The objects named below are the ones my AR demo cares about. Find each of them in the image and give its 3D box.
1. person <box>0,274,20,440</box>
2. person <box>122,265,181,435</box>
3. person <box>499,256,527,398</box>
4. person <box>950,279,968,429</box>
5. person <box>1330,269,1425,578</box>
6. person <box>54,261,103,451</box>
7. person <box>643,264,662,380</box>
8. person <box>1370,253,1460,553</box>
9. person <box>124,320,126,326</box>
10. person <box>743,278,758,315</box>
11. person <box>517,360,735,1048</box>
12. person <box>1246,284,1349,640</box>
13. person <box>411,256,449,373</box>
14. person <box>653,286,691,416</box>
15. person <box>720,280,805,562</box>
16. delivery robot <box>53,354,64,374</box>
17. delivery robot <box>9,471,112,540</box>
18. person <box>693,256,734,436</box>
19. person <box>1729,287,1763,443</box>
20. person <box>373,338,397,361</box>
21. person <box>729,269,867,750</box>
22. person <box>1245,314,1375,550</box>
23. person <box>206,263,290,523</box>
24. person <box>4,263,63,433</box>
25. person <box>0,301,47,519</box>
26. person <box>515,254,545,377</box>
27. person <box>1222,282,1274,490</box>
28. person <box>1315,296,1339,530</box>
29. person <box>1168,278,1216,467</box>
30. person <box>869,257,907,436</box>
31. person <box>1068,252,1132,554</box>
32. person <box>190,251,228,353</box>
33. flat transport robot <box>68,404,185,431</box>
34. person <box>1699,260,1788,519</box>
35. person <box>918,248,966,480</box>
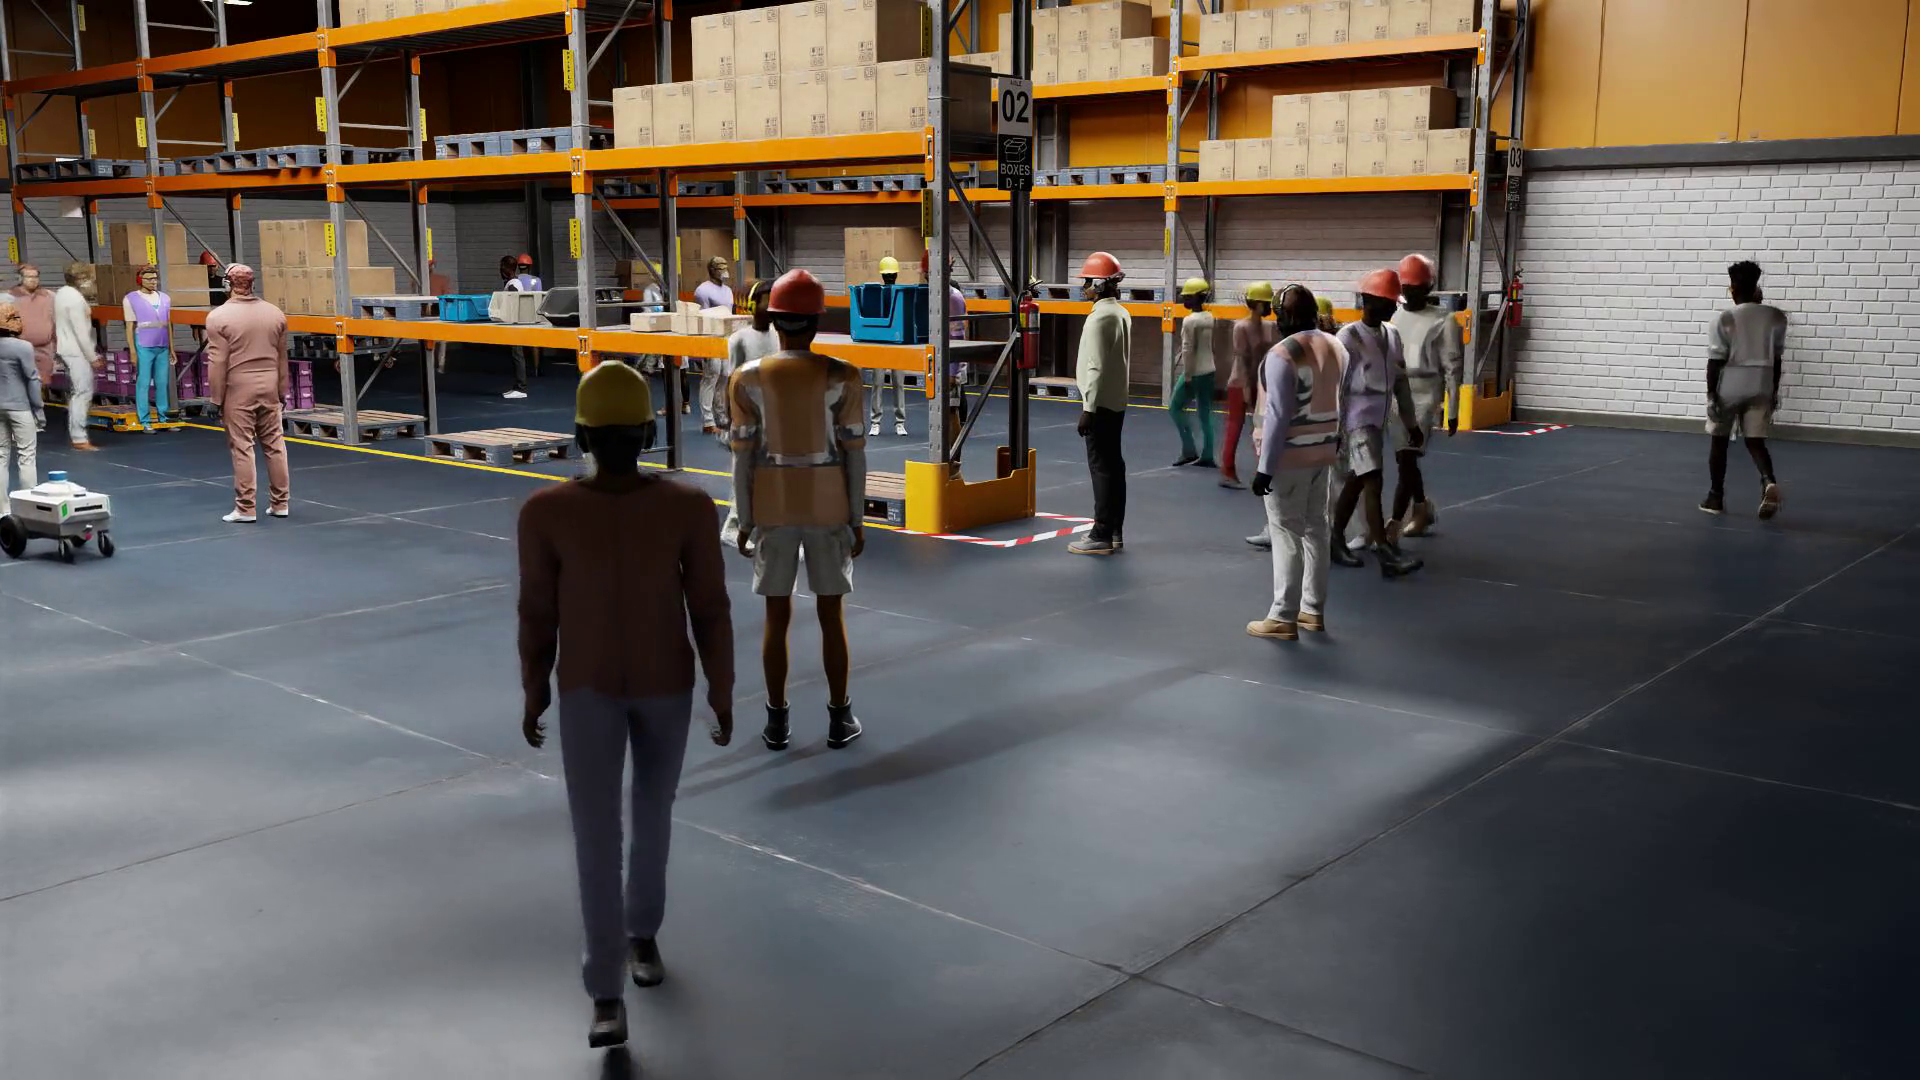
[{"bbox_3d":[-10.144,-1.968,17.473,0.538,1.869,0.313,-5,11,-27],"label":"person"},{"bbox_3d":[-8.841,-2.071,18.157,0.379,1.836,0.565,4,11,23],"label":"person"},{"bbox_3d":[-6.053,-2.888,22.574,0.392,1.919,0.593,-3,10,-17],"label":"person"},{"bbox_3d":[-0.096,-1.927,17.731,0.319,1.695,0.539,5,11,28],"label":"person"},{"bbox_3d":[2.615,-0.719,10.310,0.544,1.890,0.915,-9,13,-41],"label":"person"},{"bbox_3d":[-8.863,-1.827,16.664,0.345,1.917,0.782,-7,12,-34],"label":"person"},{"bbox_3d":[-4.549,-3.301,25.295,0.923,1.793,0.584,5,11,27],"label":"person"},{"bbox_3d":[3.069,-0.944,11.304,0.636,2.000,1.047,9,13,41],"label":"person"},{"bbox_3d":[-12.878,-3.531,26.292,0.672,1.892,0.508,-8,13,-39],"label":"person"},{"bbox_3d":[-2.773,-2.719,22.457,0.288,1.626,0.497,0,10,2],"label":"person"},{"bbox_3d":[-0.847,0.414,4.285,0.548,1.724,0.852,-3,10,-16],"label":"person"},{"bbox_3d":[1.733,-0.401,8.652,0.620,1.837,0.429,-10,14,-44],"label":"person"},{"bbox_3d":[-8.429,-3.606,26.584,0.606,1.957,0.994,-2,10,-11],"label":"person"},{"bbox_3d":[-3.495,-2.345,20.140,0.322,1.690,0.533,8,12,37],"label":"person"},{"bbox_3d":[-1.284,-0.788,10.918,1.000,1.822,0.535,7,12,36],"label":"person"},{"bbox_3d":[-12.406,-2.322,22.963,0.707,0.478,0.477,1,10,4],"label":"delivery robot"},{"bbox_3d":[-5.919,-0.210,10.937,0.707,0.478,0.477,6,12,33],"label":"delivery robot"},{"bbox_3d":[-2.628,-2.101,18.032,0.371,1.941,0.627,4,11,23],"label":"person"},{"bbox_3d":[8.195,-1.826,17.321,0.514,1.641,0.308,0,10,-2],"label":"person"},{"bbox_3d":[-10.439,-4.038,29.929,0.501,1.633,0.288,3,11,19],"label":"person"},{"bbox_3d":[-0.644,-0.113,6.715,0.542,1.939,0.368,0,10,0],"label":"person"},{"bbox_3d":[2.410,-0.702,11.062,0.887,1.592,0.524,-1,10,-5],"label":"person"},{"bbox_3d":[-5.277,-1.080,12.308,0.406,1.911,0.639,7,12,34],"label":"person"},{"bbox_3d":[-10.363,-2.151,18.551,0.868,1.873,0.642,9,13,42],"label":"person"},{"bbox_3d":[-6.991,-0.937,12.272,0.499,1.634,0.279,1,10,8],"label":"person"},{"bbox_3d":[-6.801,-3.513,26.084,0.551,1.933,0.376,0,10,-3],"label":"person"},{"bbox_3d":[2.477,-1.255,13.772,0.535,1.738,0.744,-8,13,-39],"label":"person"},{"bbox_3d":[2.494,-0.845,11.596,0.489,1.699,0.901,-1,10,-5],"label":"person"},{"bbox_3d":[2.160,-1.530,15.339,0.476,1.752,0.535,9,13,40],"label":"person"},{"bbox_3d":[-0.761,-2.080,17.945,0.585,1.928,0.370,-1,10,-5],"label":"person"},{"bbox_3d":[0.941,-0.902,11.047,0.377,1.995,0.612,4,11,22],"label":"person"},{"bbox_3d":[-9.997,-2.871,22.288,0.400,1.986,0.620,9,13,42],"label":"person"},{"bbox_3d":[-9.371,-1.381,18.677,1.431,0.197,0.652,8,13,38],"label":"flat transport robot"},{"bbox_3d":[5.869,-1.115,12.413,0.613,1.942,0.790,0,10,2],"label":"person"},{"bbox_3d":[-0.171,-1.483,14.250,0.390,2.034,0.605,-4,11,-22],"label":"person"}]
